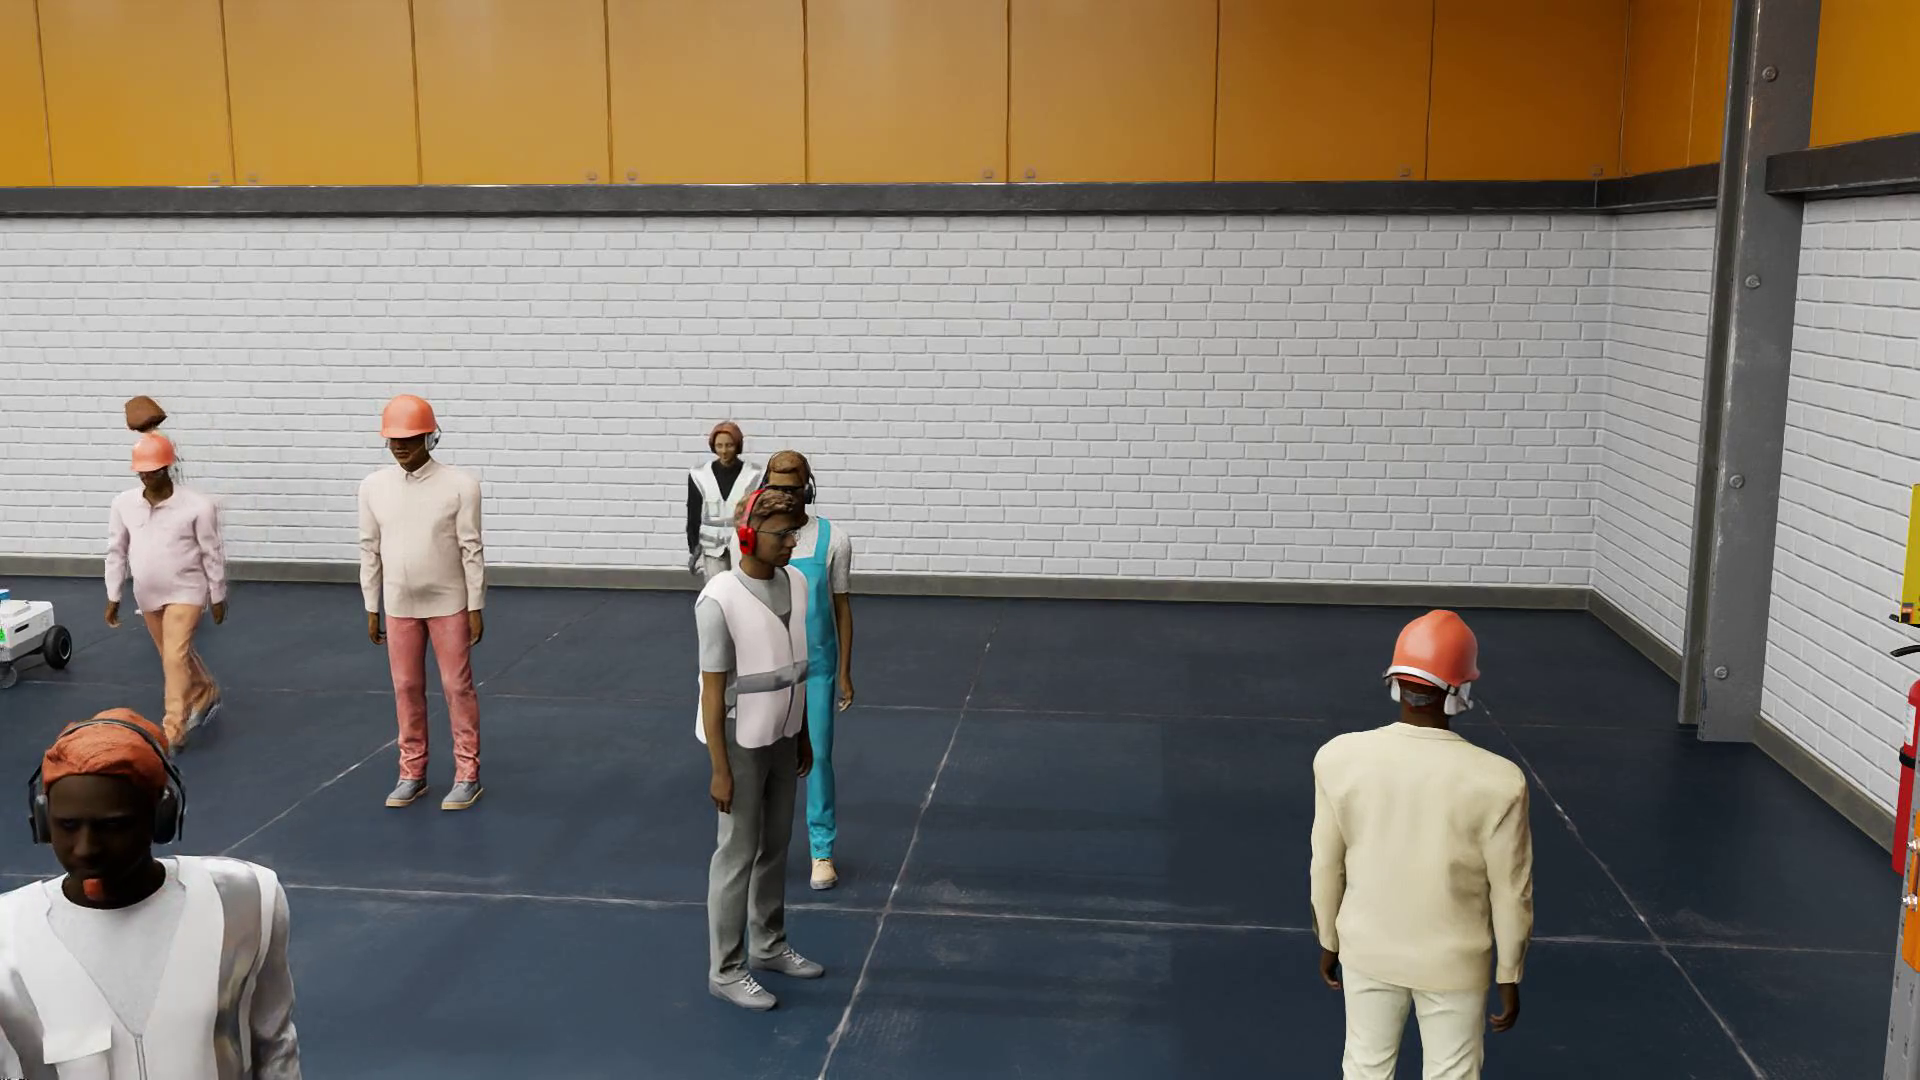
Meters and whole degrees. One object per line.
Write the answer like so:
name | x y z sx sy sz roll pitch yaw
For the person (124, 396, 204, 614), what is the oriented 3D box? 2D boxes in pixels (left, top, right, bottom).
person | -5.806 -0.235 12.020 0.572 1.599 0.481 -5 11 -29

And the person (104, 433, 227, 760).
person | -4.221 0.265 8.917 0.569 1.717 0.881 1 10 5

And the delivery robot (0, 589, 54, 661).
delivery robot | -5.900 0.549 10.254 0.477 0.478 0.707 -1 10 -5

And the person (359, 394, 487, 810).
person | -2.538 0.302 7.860 0.608 1.987 0.401 1 10 4

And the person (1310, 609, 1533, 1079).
person | 1.179 1.041 4.272 0.563 1.751 0.330 6 11 30

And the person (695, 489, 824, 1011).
person | -0.729 0.725 5.866 0.386 1.834 0.563 5 11 27

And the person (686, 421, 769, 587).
person | -1.399 0.092 10.073 0.495 1.623 0.474 1 10 3

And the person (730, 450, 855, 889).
person | -0.695 0.539 6.883 0.517 1.843 0.325 0 10 -1

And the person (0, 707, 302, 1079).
person | -1.439 1.211 2.928 0.579 1.881 0.342 -7 12 -35
